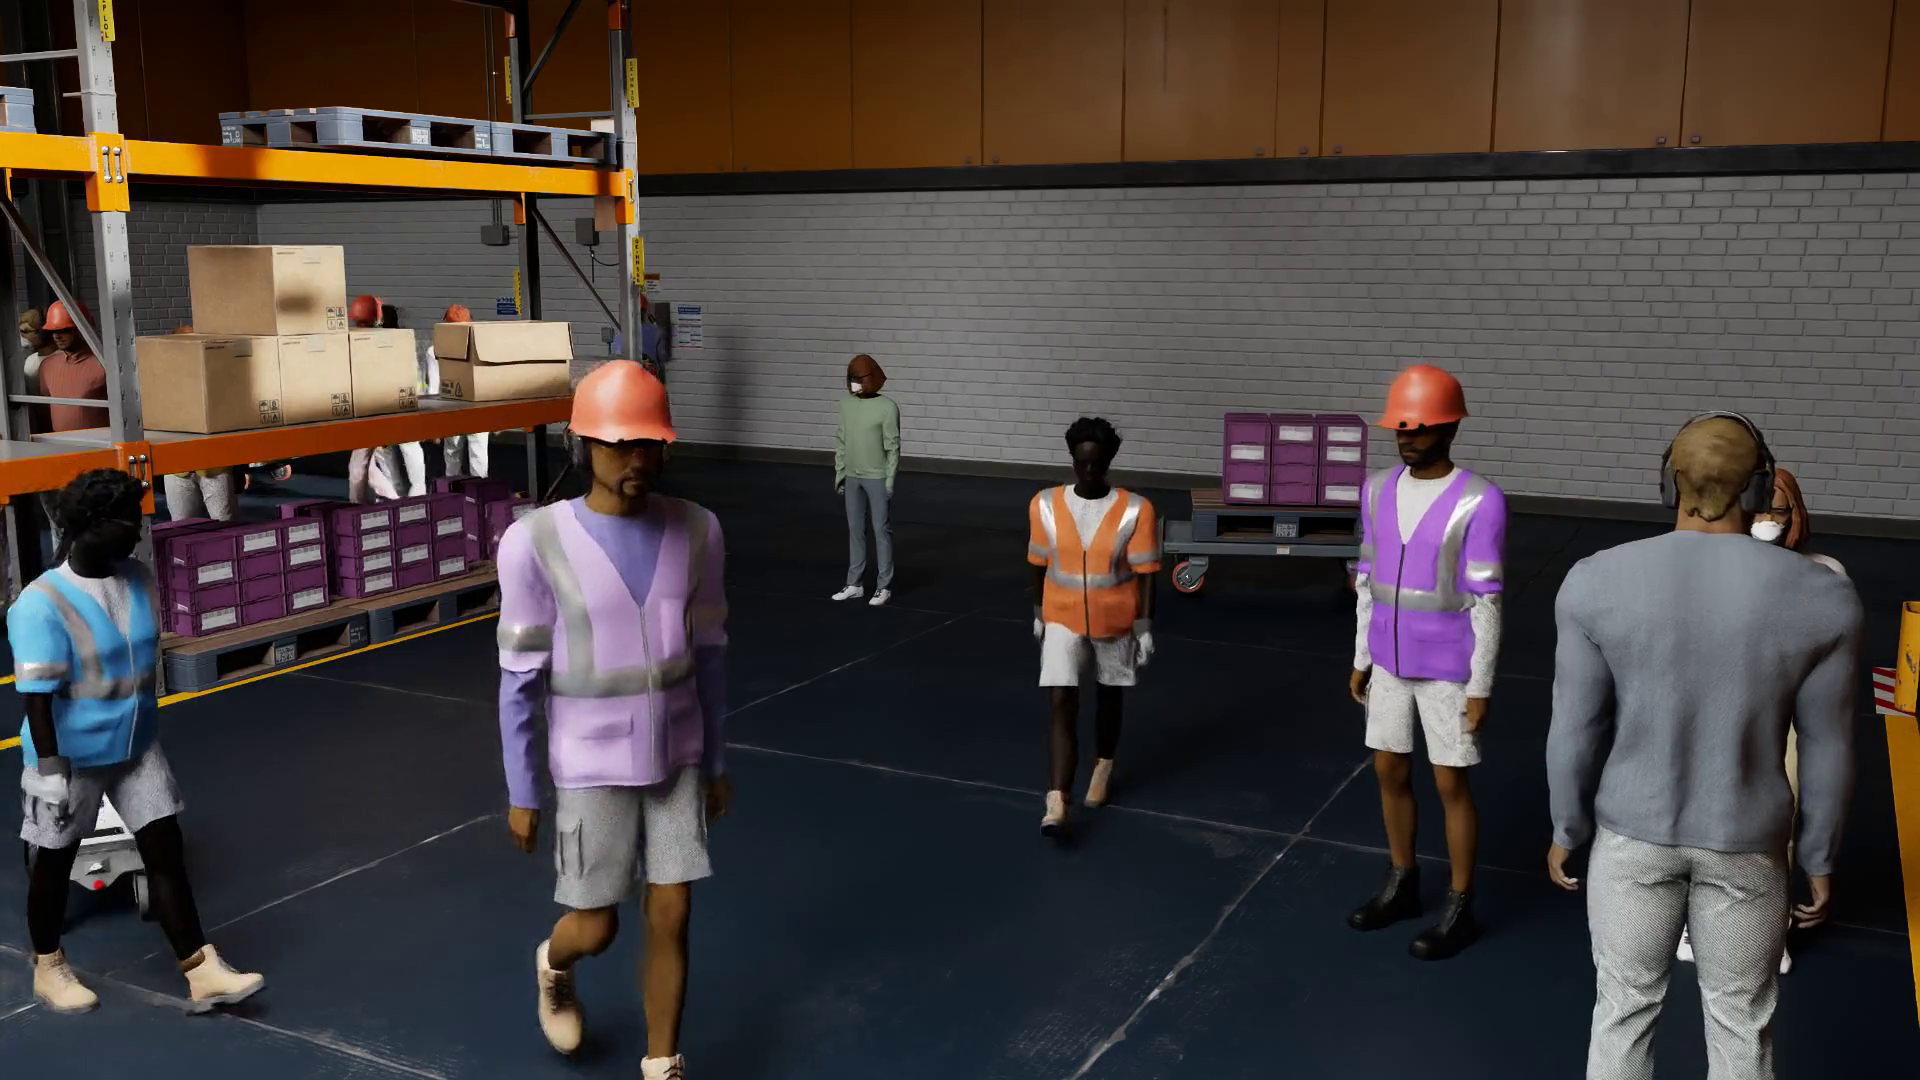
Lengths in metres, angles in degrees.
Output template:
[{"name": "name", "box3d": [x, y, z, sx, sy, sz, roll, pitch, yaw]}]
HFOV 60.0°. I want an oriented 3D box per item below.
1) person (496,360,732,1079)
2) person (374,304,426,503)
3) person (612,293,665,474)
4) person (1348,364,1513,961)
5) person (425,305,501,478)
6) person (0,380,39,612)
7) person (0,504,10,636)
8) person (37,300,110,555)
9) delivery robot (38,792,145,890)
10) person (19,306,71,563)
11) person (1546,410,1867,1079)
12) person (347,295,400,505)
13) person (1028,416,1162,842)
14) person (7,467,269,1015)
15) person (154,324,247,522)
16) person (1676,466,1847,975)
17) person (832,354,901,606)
[{"name": "person", "box3d": [-0.890, 0.541, 4.296, 0.621, 2.025, 0.733, -7, 12, -35]}, {"name": "person", "box3d": [-5.066, -1.180, 14.834, 0.572, 1.819, 0.649, -7, 12, -33]}, {"name": "person", "box3d": [-3.304, -1.613, 17.153, 0.556, 1.895, 0.972, -8, 12, -38]}, {"name": "person", "box3d": [1.495, 0.394, 5.423, 0.388, 1.929, 0.550, -8, 13, -38]}, {"name": "person", "box3d": [-4.038, -0.979, 13.583, 0.592, 1.847, 0.849, -3, 10, -16]}, {"name": "person", "box3d": [-6.066, -0.484, 10.568, 0.407, 1.904, 0.655, -1, 10, -7]}, {"name": "person", "box3d": [-5.933, -0.327, 9.867, 0.591, 1.833, 0.403, 0, 10, 0]}, {"name": "person", "box3d": [-5.621, -0.545, 10.671, 0.623, 1.989, 0.400, 2, 10, 9]}, {"name": "delivery robot", "box3d": [-3.044, 0.957, 5.862, 0.477, 0.478, 0.707, -5, 11, -25]}, {"name": "person", "box3d": [-5.917, -0.557, 10.912, 0.627, 1.935, 0.371, 6, 12, 33]}, {"name": "person", "box3d": [1.644, 0.678, 3.748, 0.632, 1.936, 0.359, 4, 11, 22]}, {"name": "person", "box3d": [-4.704, -0.954, 13.146, 0.637, 1.951, 0.676, -9, 13, -42]}, {"name": "person", "box3d": [0.515, 0.337, 6.534, 0.542, 1.636, 0.923, 2, 10, 11]}, {"name": "person", "box3d": [-2.461, 0.620, 4.879, 0.854, 1.645, 0.579, 3, 10, 18]}, {"name": "person", "box3d": [-4.869, -0.458, 10.647, 0.621, 1.835, 0.430, 0, 10, -3]}, {"name": "person", "box3d": [2.511, 0.569, 5.287, 0.494, 1.625, 0.283, 3, 10, 15]}, {"name": "person", "box3d": [-0.612, -0.393, 10.825, 0.497, 1.633, 0.279, 7, 12, 35]}]
